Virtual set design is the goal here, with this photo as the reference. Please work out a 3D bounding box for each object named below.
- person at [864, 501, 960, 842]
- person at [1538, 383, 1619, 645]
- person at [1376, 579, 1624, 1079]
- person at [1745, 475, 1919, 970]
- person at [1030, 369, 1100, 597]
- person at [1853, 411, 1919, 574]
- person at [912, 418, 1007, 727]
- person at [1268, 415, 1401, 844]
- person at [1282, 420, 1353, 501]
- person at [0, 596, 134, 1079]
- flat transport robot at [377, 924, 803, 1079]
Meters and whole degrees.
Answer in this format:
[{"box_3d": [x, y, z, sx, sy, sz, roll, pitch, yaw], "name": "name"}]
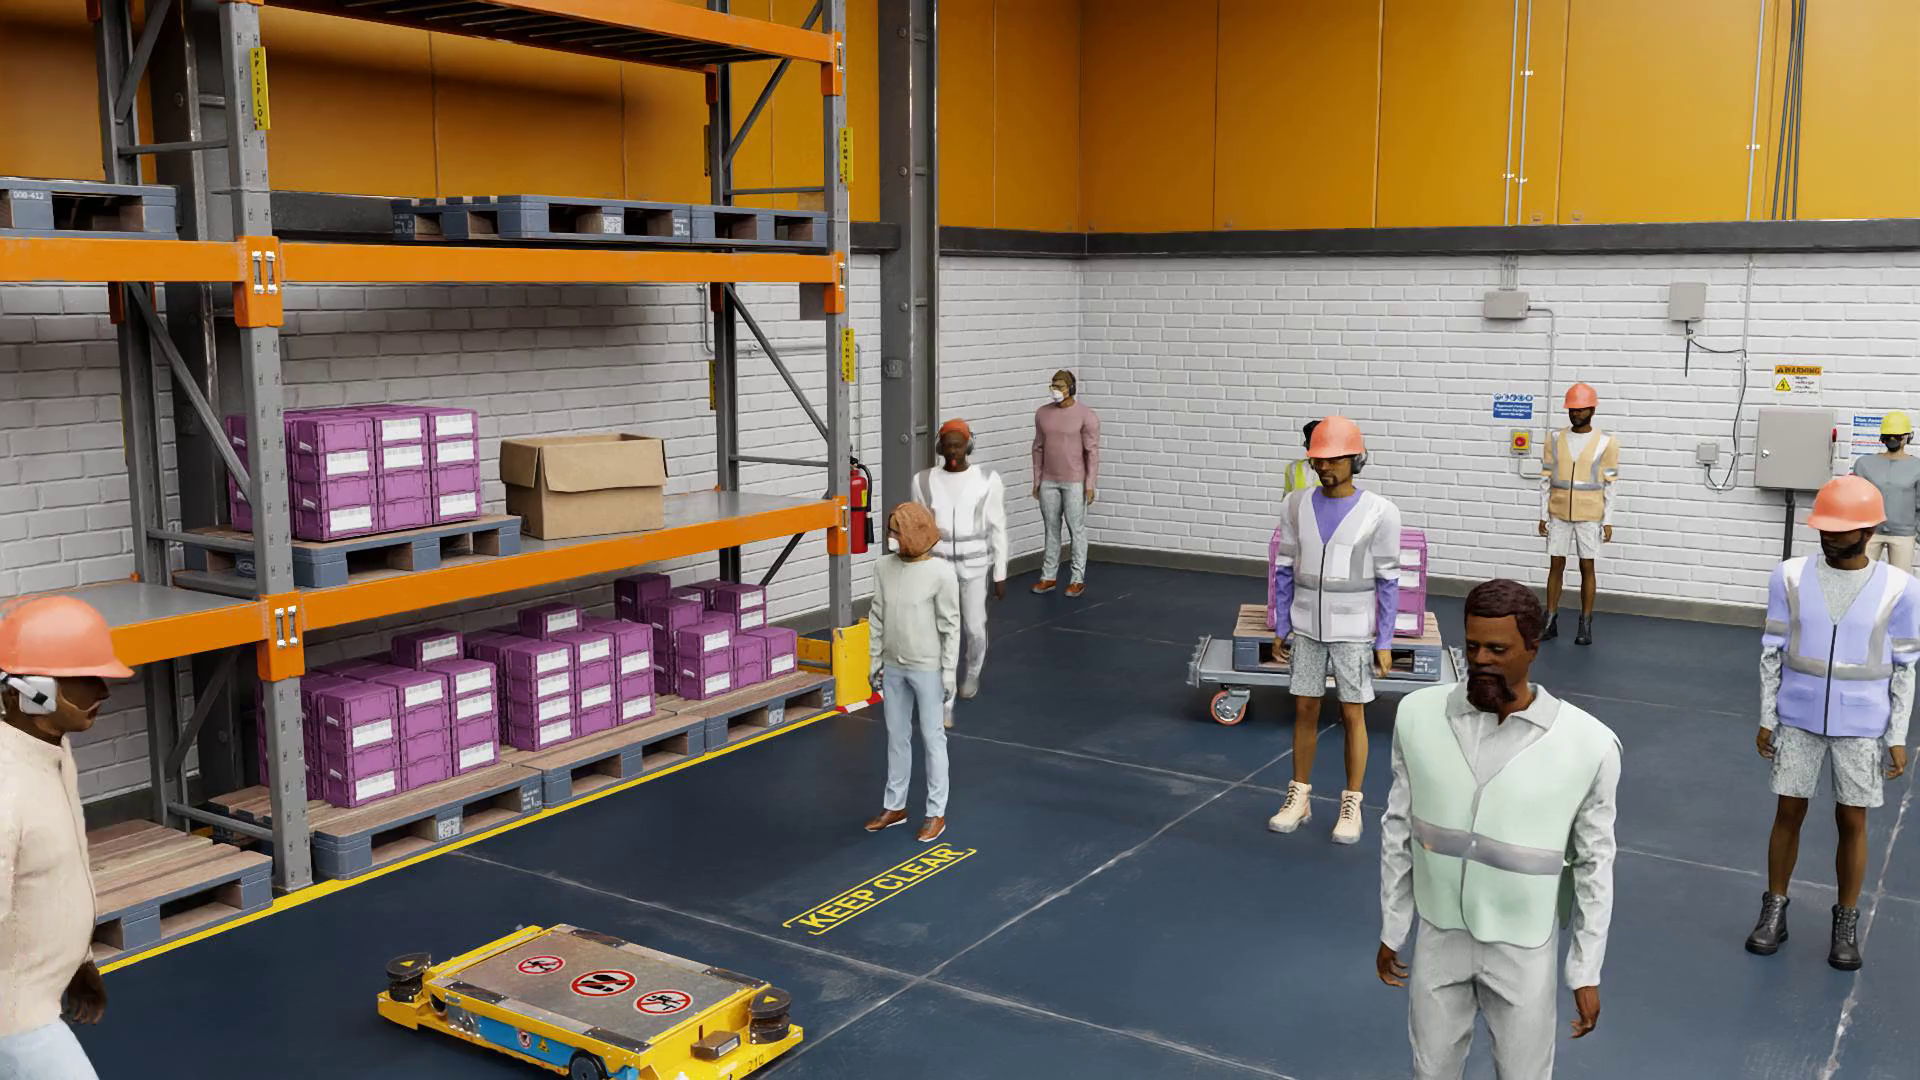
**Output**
[{"box_3d": [-0.230, 0.624, 7.980, 0.499, 1.632, 0.285, 6, 11, 35], "name": "person"}, {"box_3d": [4.552, -0.192, 12.297, 0.544, 1.939, 0.372, 6, 11, 35], "name": "person"}, {"box_3d": [1.386, 1.040, 4.349, 0.588, 1.920, 0.398, 6, 11, 35], "name": "person"}, {"box_3d": [3.397, 0.706, 6.481, 0.544, 1.933, 0.376, 6, 11, 35], "name": "person"}, {"box_3d": [0.890, -0.486, 14.208, 0.628, 1.940, 0.377, 6, 11, 35], "name": "person"}, {"box_3d": [6.613, -0.039, 11.859, 0.524, 1.769, 0.325, 6, 11, 35], "name": "person"}, {"box_3d": [0.003, 0.165, 10.272, 0.586, 1.855, 0.886, 1, 9, 6], "name": "person"}, {"box_3d": [1.773, 0.426, 7.938, 0.606, 2.045, 0.389, 6, 11, 35], "name": "person"}, {"box_3d": [2.545, -0.014, 11.921, 0.533, 1.697, 0.322, 6, 11, 35], "name": "person"}, {"box_3d": [-2.326, 1.097, 3.961, 1.035, 1.944, 0.643, -3, 9, -21], "name": "person"}, {"box_3d": [-1.317, 1.631, 5.844, 1.431, 0.197, 0.652, 6, 10, 32], "name": "flat transport robot"}]
